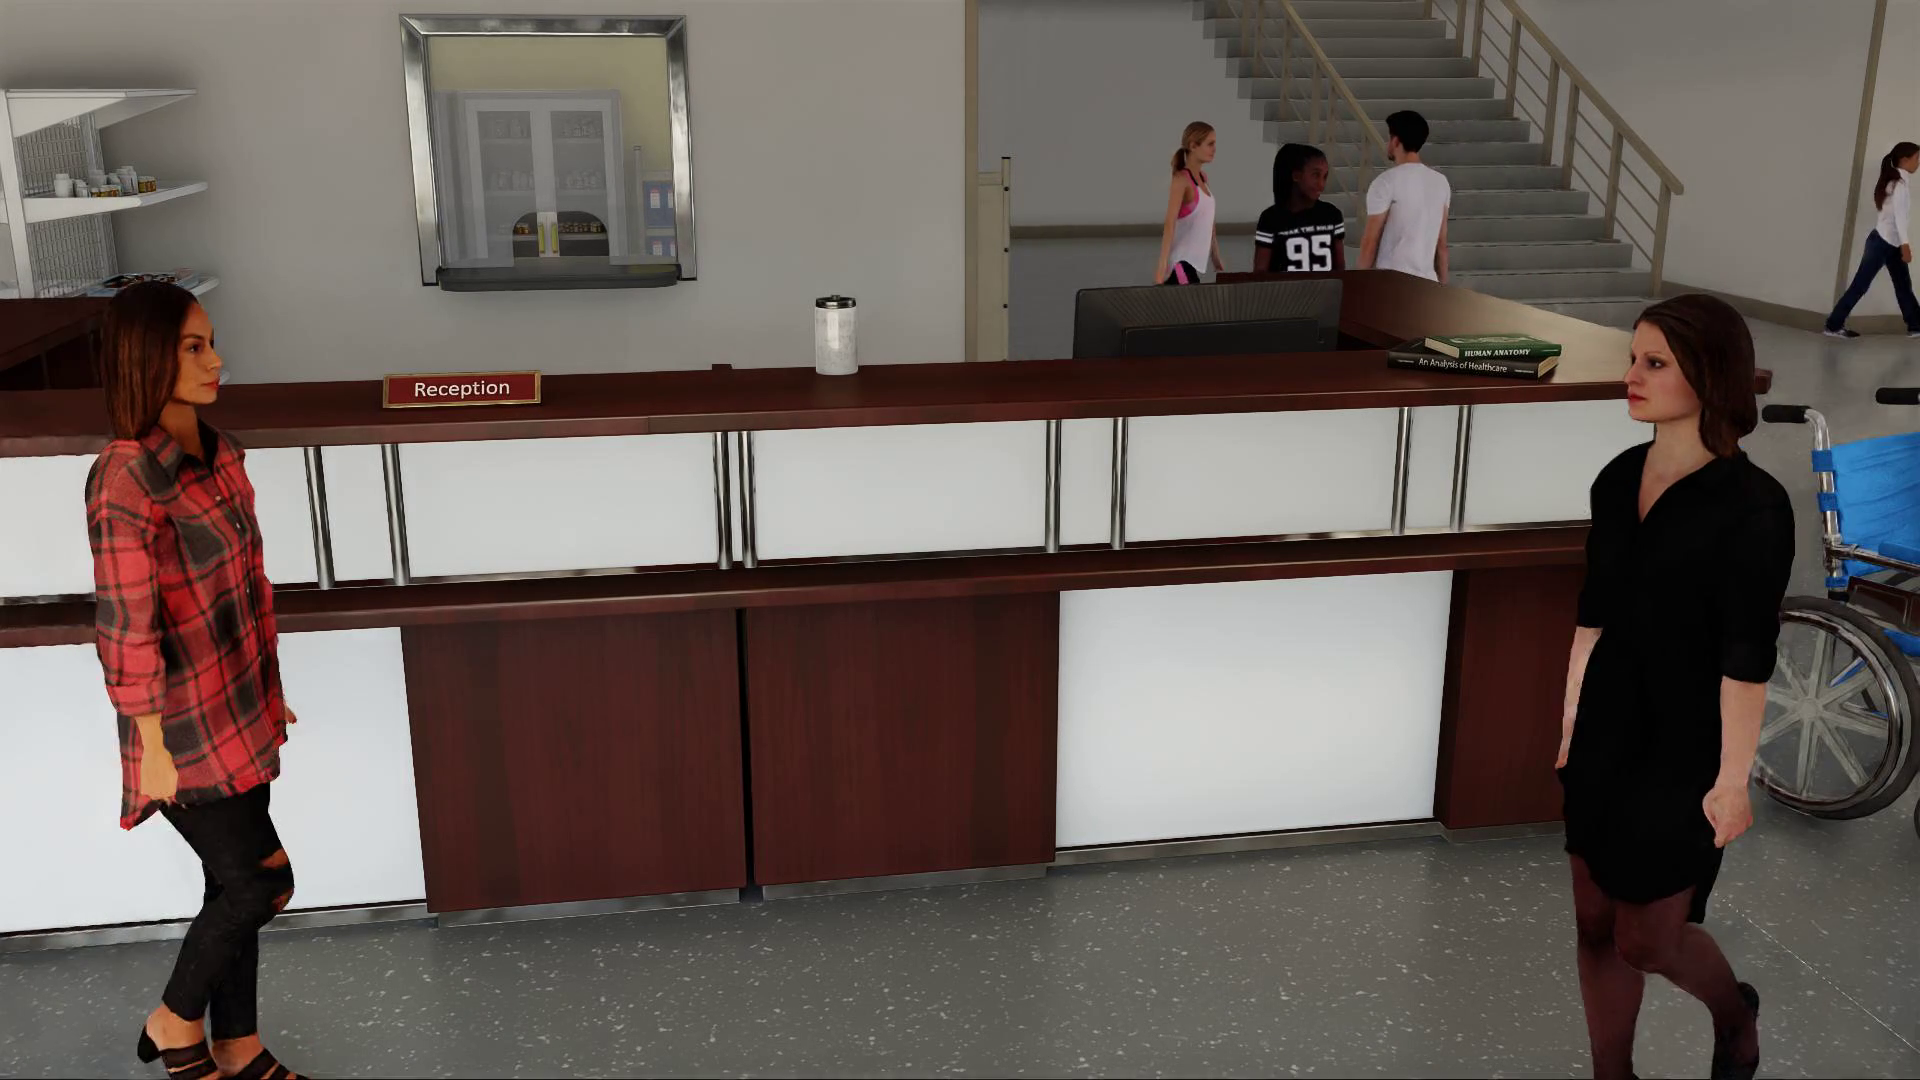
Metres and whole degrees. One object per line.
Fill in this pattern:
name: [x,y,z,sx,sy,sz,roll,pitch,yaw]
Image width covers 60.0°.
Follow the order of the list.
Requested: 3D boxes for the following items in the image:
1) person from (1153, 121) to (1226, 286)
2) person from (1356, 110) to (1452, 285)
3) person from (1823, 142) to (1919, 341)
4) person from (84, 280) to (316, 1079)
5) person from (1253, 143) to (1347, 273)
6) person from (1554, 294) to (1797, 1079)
person: [1.261,-1.642,10.240,1.080,1.734,1.225,6,17,21]
person: [2.343,-1.208,8.536,1.041,1.823,1.334,-10,19,-31]
person: [7.087,-2.275,12.903,1.002,1.508,1.070,7,17,22]
person: [-1.546,0.356,3.224,0.732,1.696,0.609,0,16,1]
person: [1.630,-1.052,8.219,0.726,1.695,1.201,-5,16,-17]
person: [1.359,0.397,3.082,0.724,1.695,0.718,-6,17,-20]
